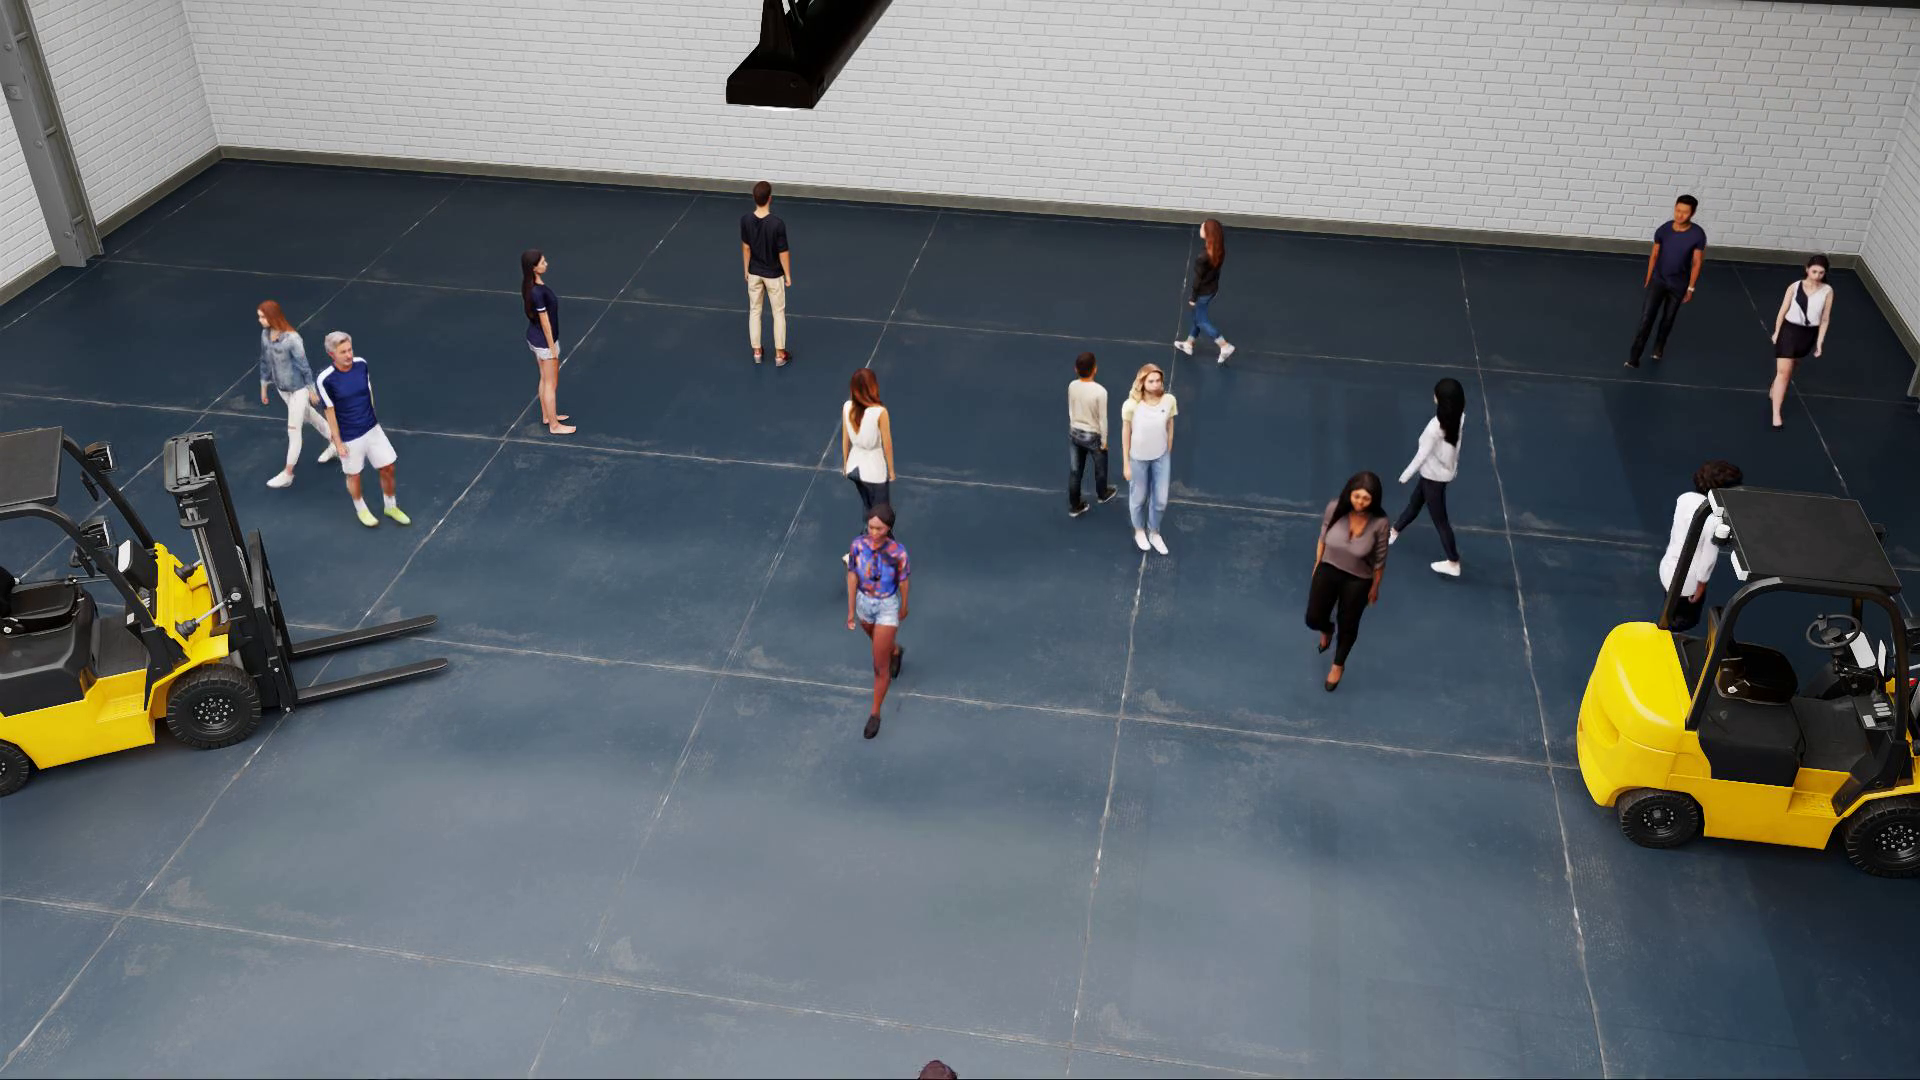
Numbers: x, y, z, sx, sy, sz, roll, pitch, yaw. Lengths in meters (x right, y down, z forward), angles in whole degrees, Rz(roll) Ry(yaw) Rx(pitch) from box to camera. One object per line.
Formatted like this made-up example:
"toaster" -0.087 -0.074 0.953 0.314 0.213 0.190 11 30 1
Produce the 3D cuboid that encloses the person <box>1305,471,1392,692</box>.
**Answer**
"person" 2.789 0.241 11.934 0.778 1.828 0.850 17 37 24

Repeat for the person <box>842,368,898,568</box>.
"person" -0.768 -0.496 13.101 0.825 1.765 1.015 20 38 27

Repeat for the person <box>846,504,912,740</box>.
"person" -0.549 0.458 11.722 0.691 1.702 1.206 10 35 14

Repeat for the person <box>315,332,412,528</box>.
"person" -5.033 -0.918 13.688 0.867 1.819 0.811 26 42 34

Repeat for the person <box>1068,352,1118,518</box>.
"person" 1.011 -0.842 13.907 0.730 1.449 0.874 20 39 27

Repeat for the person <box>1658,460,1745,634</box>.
"person" 5.169 0.229 11.984 0.927 1.795 0.941 -10 35 -15

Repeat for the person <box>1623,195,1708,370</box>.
"person" 6.936 -2.533 16.178 0.923 1.751 1.146 19 38 26

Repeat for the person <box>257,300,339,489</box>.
"person" -5.716 -1.328 14.453 0.911 1.654 1.198 19 38 26

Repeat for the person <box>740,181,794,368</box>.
"person" -1.885 -2.579 16.155 0.636 1.854 0.550 8 34 11

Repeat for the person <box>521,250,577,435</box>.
"person" -3.772 -1.803 15.067 0.727 1.765 0.635 -15 36 -21

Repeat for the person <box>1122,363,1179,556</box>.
"person" 1.469 -0.695 13.449 0.744 1.711 0.774 -9 35 -13

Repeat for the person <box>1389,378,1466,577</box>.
"person" 3.837 -0.451 13.136 1.004 1.651 1.117 23 40 30

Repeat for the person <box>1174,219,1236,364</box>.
"person" 2.450 -2.420 16.267 0.854 1.464 0.940 20 39 28

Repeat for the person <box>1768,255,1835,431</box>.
"person" 7.703 -1.865 15.317 0.625 1.592 1.135 9 35 13
